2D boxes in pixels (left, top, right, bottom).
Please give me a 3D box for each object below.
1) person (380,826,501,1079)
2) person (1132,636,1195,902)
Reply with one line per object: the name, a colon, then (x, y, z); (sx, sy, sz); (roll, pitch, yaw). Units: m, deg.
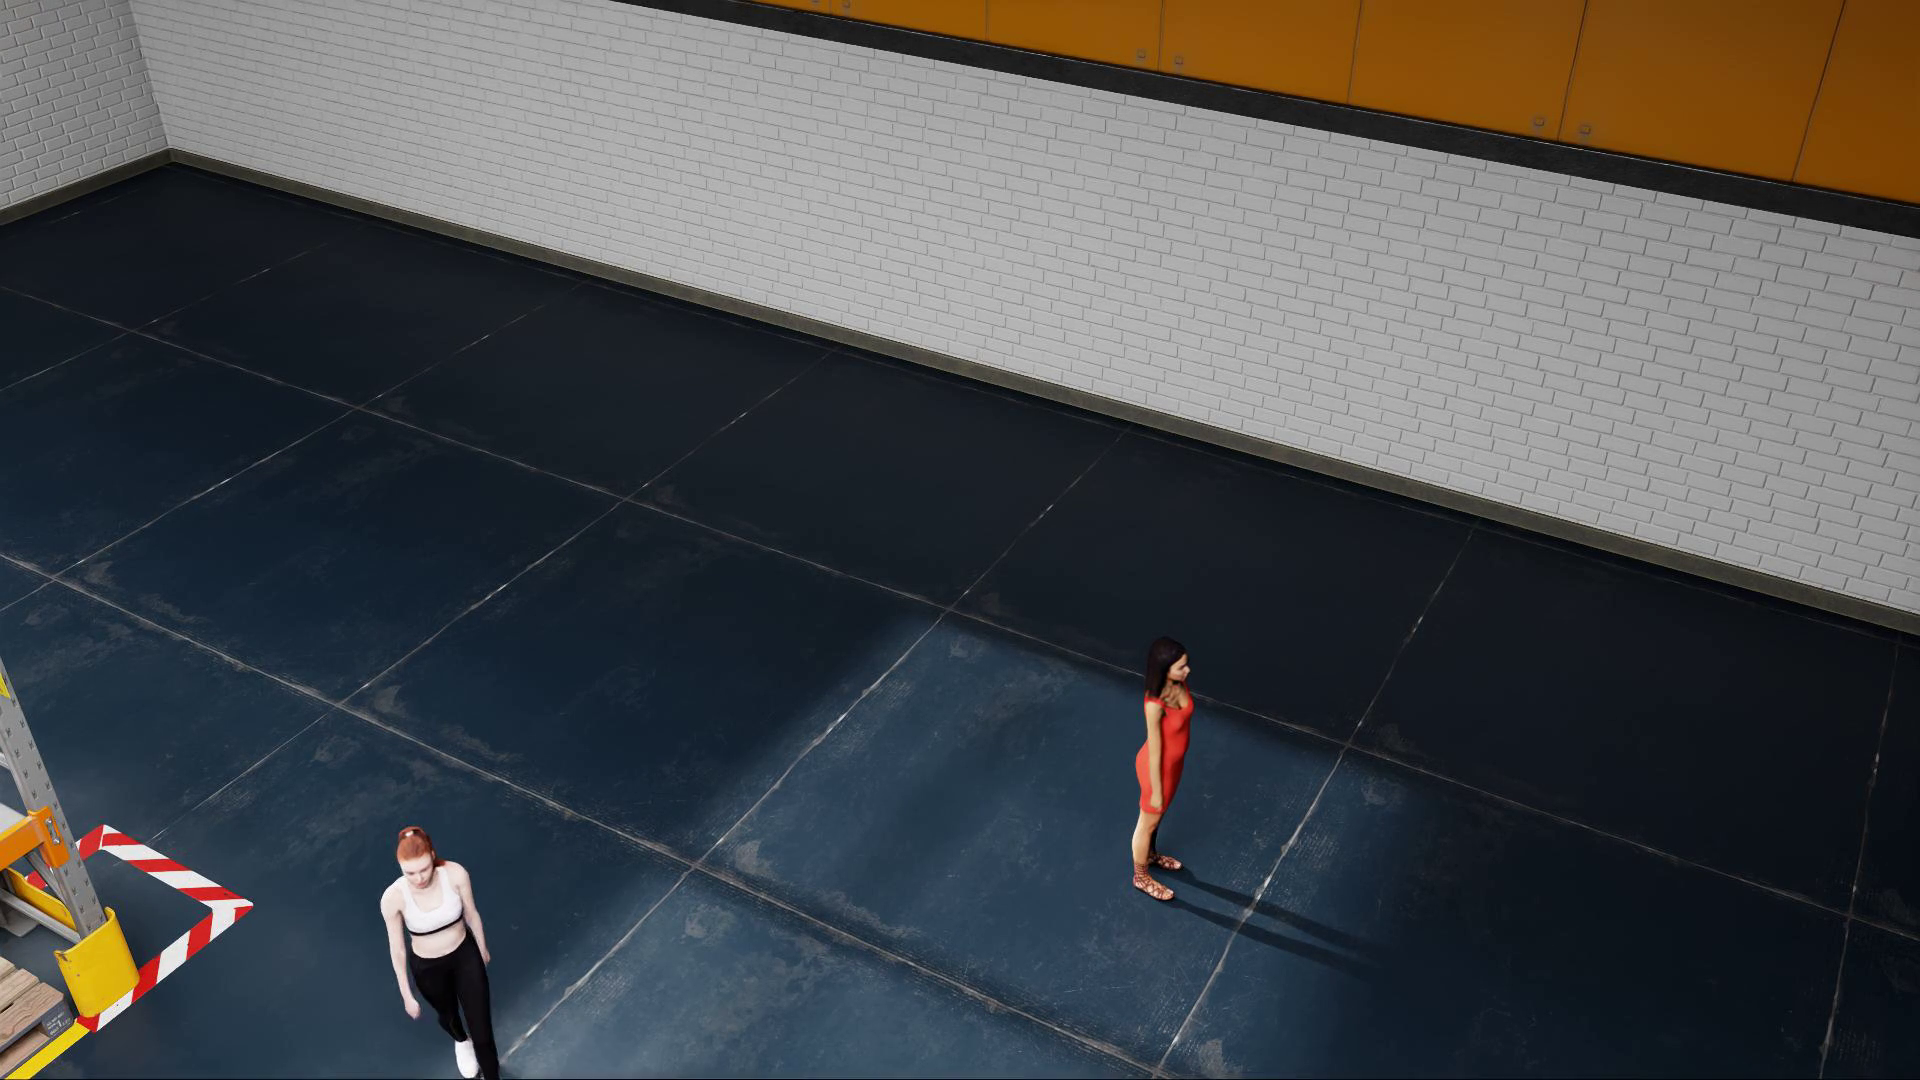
person: (-2.562, 2.040, 8.191); (1.007, 1.718, 0.976); (-17, 37, -24)
person: (1.126, 1.265, 9.356); (0.686, 1.718, 0.517); (12, 35, 17)
